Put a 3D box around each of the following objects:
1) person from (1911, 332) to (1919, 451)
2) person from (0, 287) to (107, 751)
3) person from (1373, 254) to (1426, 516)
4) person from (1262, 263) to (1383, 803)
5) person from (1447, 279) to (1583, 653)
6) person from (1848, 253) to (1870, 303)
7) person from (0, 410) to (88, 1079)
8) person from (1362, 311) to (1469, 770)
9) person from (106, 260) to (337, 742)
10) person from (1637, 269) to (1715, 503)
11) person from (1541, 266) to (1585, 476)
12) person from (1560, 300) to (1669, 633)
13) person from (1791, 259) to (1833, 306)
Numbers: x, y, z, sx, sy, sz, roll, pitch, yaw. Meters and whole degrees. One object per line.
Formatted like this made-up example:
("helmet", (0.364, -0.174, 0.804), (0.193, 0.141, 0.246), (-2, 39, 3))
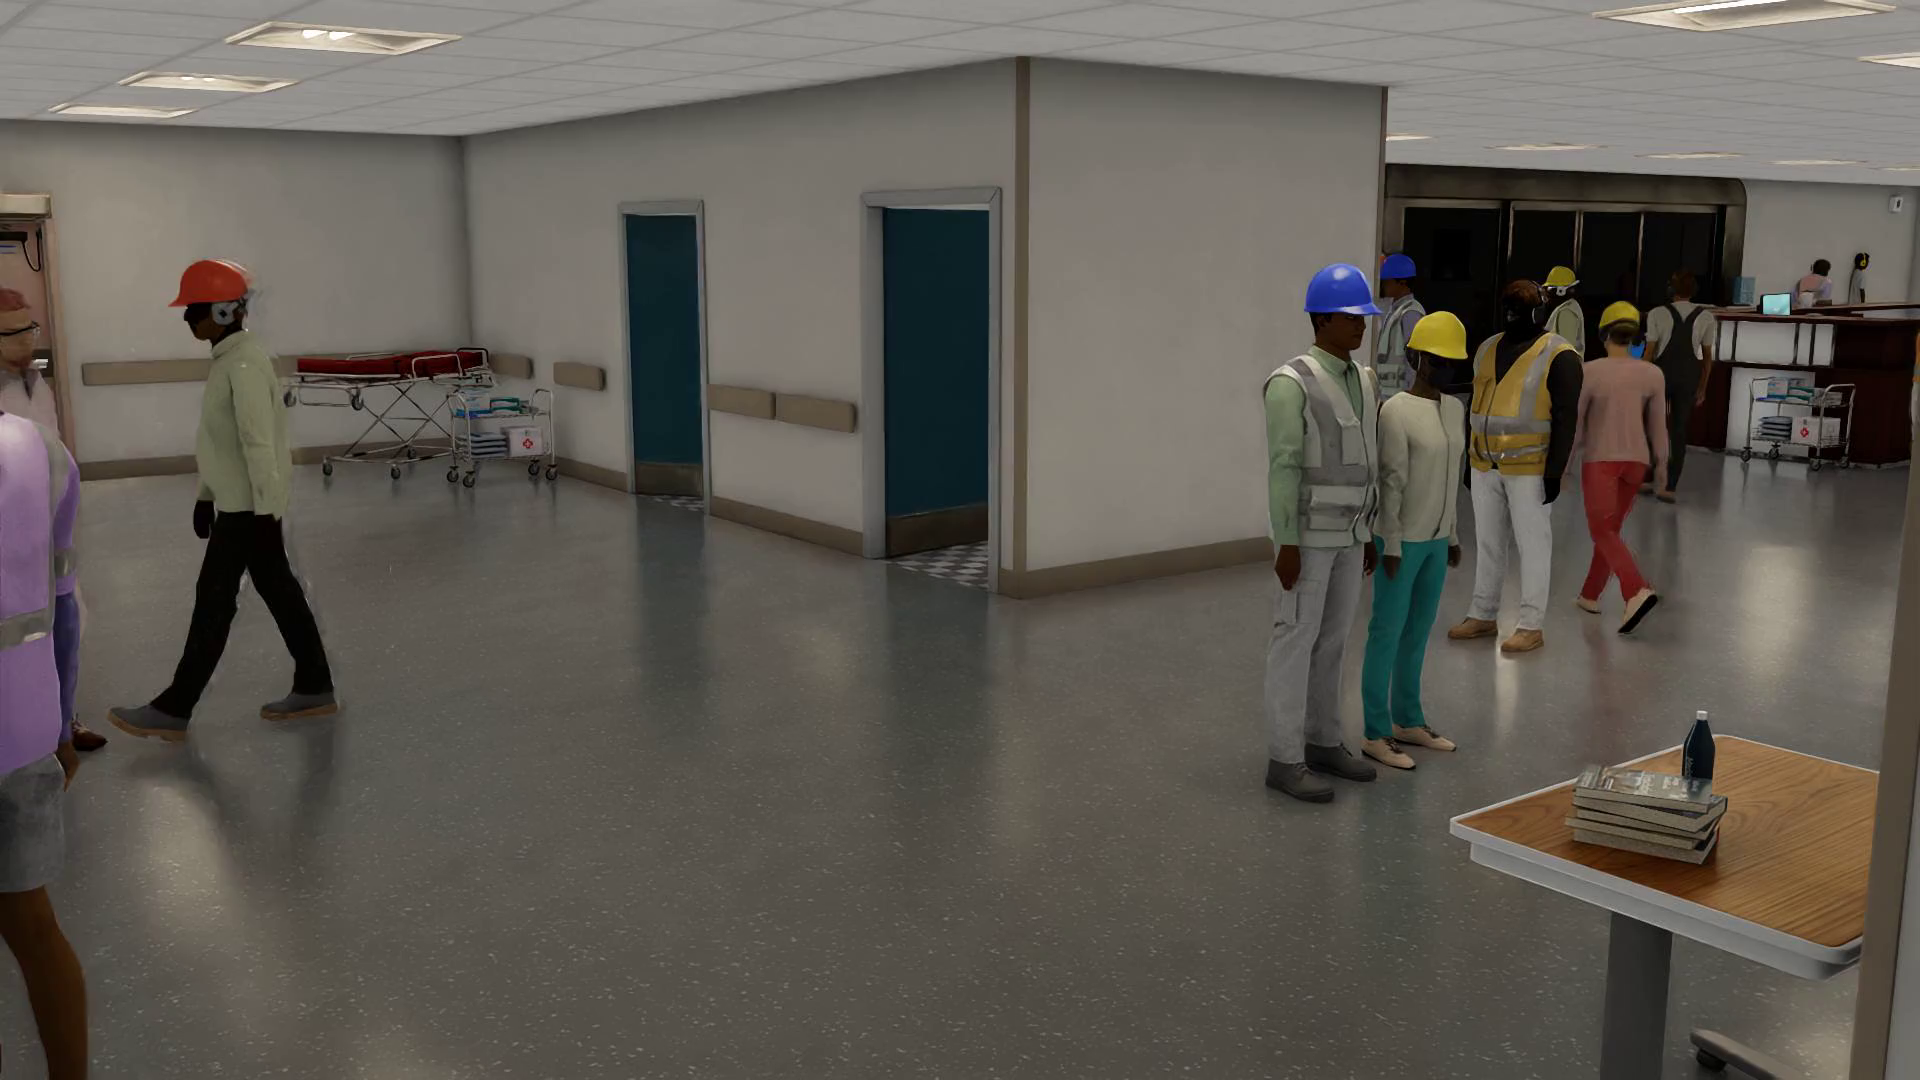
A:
("person", (5.741, -0.626, 9.523), (0.392, 1.931, 0.550), (-7, 12, -33))
("person", (-3.660, -0.026, 6.346), (0.601, 1.858, 0.674), (0, 10, 2))
("person", (3.176, -1.092, 12.066), (0.408, 1.942, 0.615), (0, 10, 2))
("person", (1.341, -0.032, 6.120), (0.389, 1.948, 0.608), (10, 14, 43))
("person", (2.760, -0.370, 8.313), (0.429, 1.846, 0.625), (-6, 12, -32))
("person", (15.404, -4.000, 28.624), (0.341, 1.856, 0.525), (-1, 10, -7))
("person", (-2.063, 0.412, 3.417), (0.403, 2.031, 0.613), (2, 10, 9))
("person", (1.801, -0.004, 6.489), (0.525, 1.765, 0.329), (-9, 14, -42))
("person", (-3.066, -0.162, 6.846), (0.908, 1.945, 0.633), (-5, 11, -27))
("person", (5.635, -1.226, 13.173), (0.554, 1.811, 0.751), (2, 10, 11))
("person", (5.237, -1.470, 14.545), (0.404, 1.826, 0.598), (3, 11, 17))
("person", (3.501, -0.397, 8.808), (0.551, 1.727, 0.842), (-1, 10, -8))
("person", (12.693, -3.289, 24.868), (0.982, 1.782, 0.729), (-5, 11, -27))
